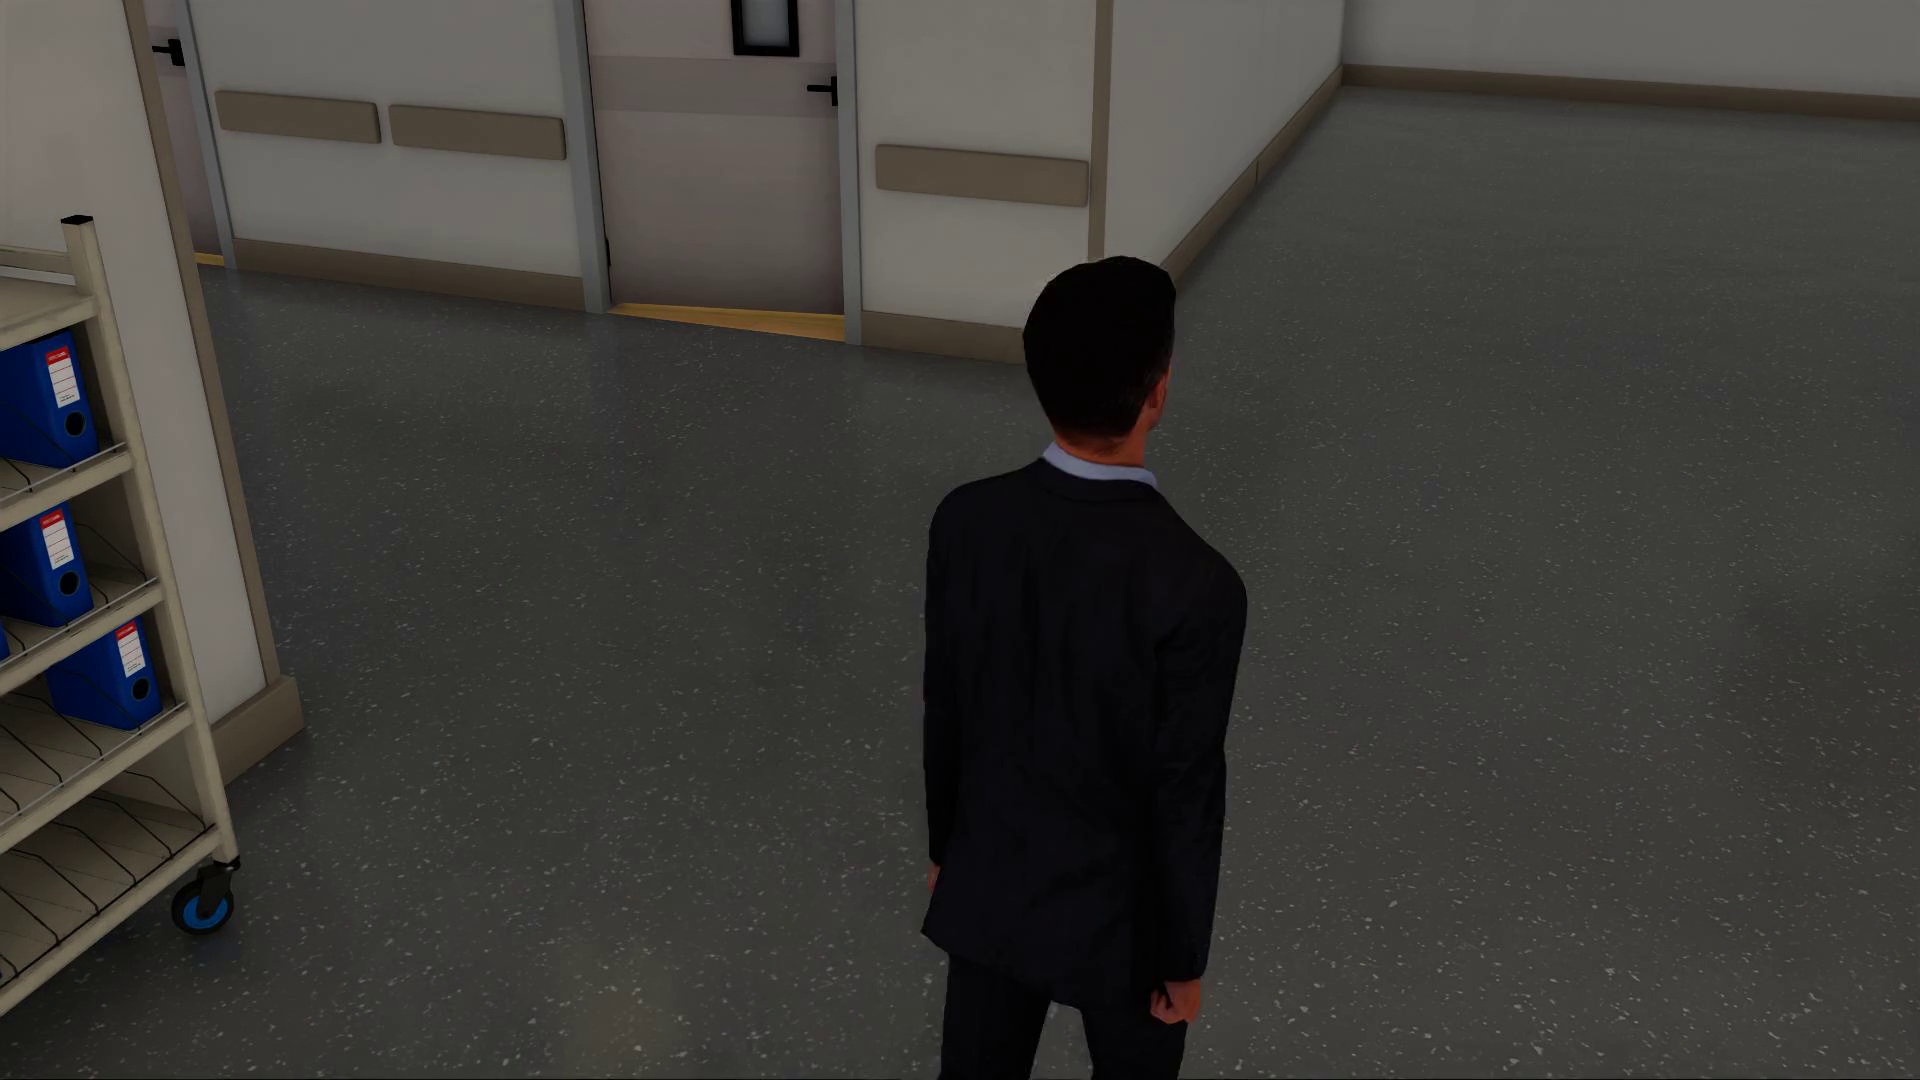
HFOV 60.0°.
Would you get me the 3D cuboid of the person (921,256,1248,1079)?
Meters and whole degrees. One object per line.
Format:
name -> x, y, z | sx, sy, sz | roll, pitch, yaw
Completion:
person -> 0.112, 0.549, 2.367 | 0.761, 1.842, 1.138 | 14, 29, 27
